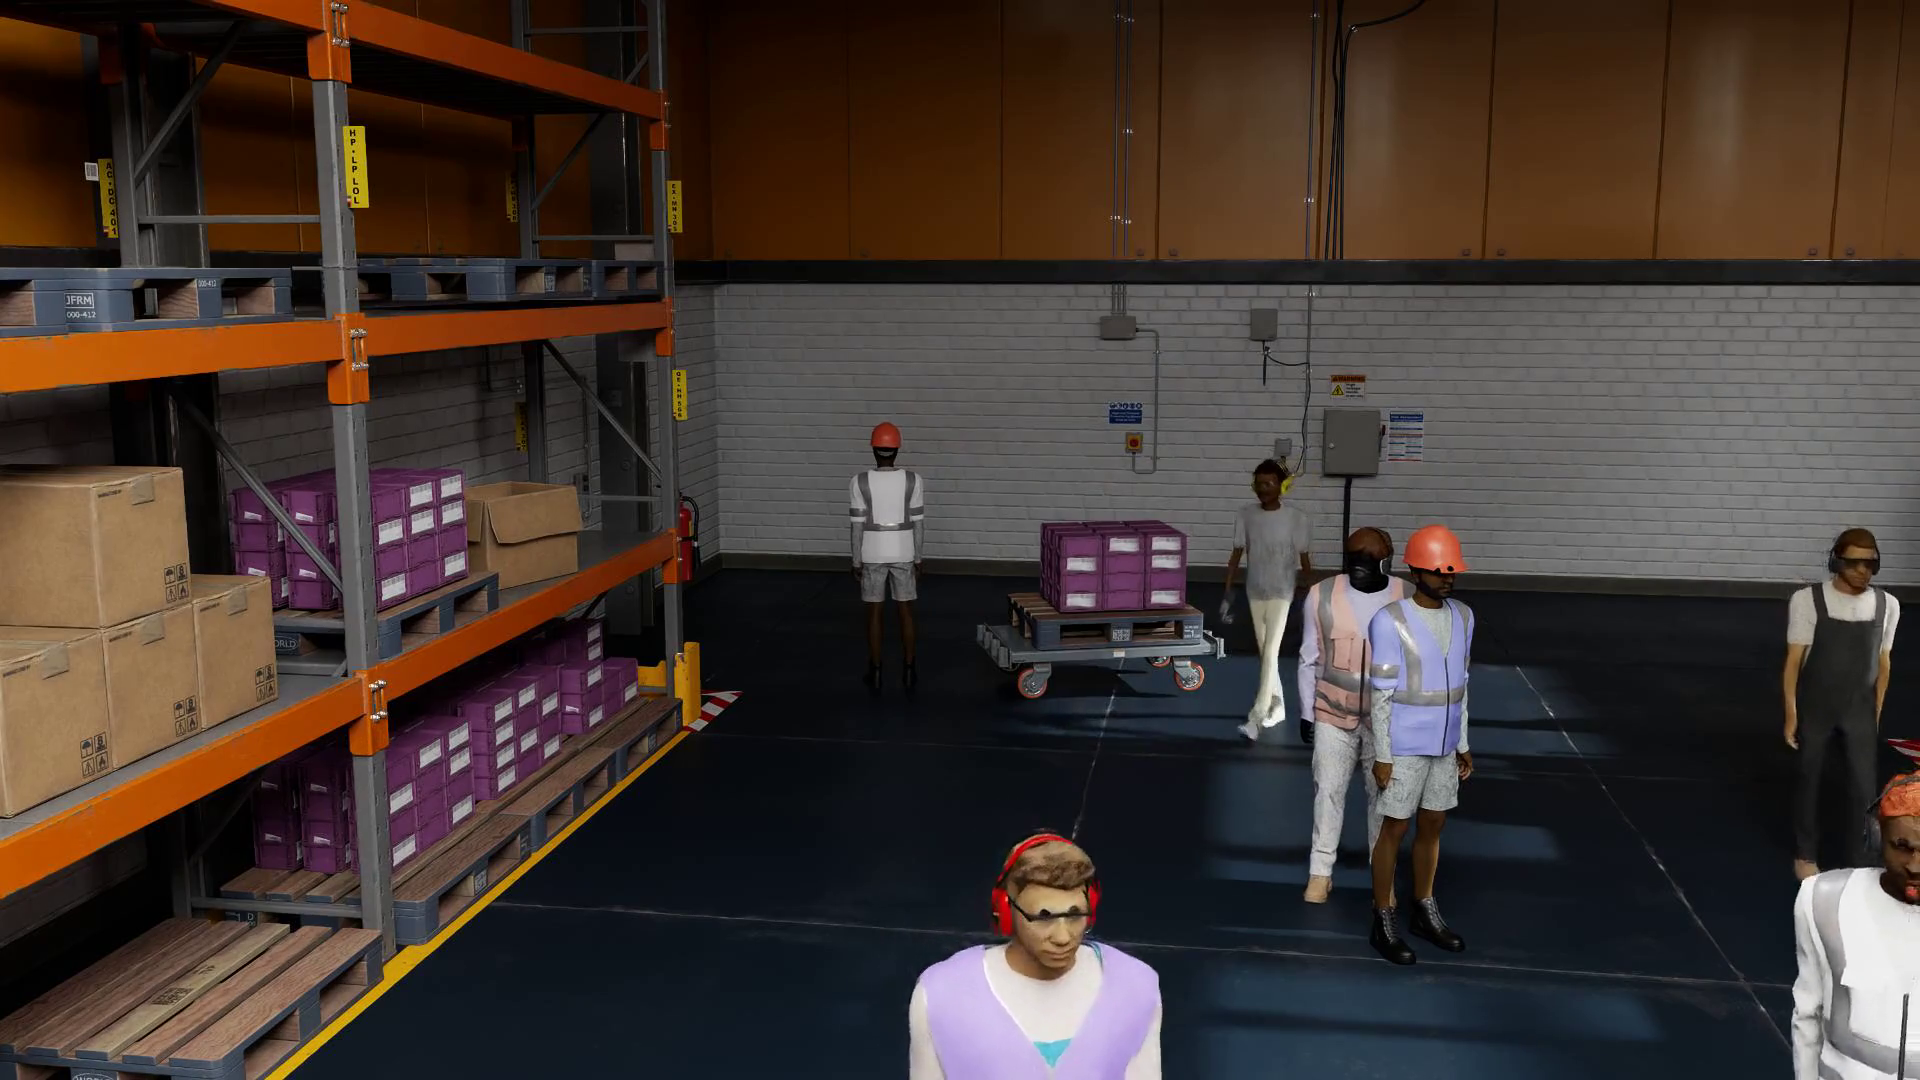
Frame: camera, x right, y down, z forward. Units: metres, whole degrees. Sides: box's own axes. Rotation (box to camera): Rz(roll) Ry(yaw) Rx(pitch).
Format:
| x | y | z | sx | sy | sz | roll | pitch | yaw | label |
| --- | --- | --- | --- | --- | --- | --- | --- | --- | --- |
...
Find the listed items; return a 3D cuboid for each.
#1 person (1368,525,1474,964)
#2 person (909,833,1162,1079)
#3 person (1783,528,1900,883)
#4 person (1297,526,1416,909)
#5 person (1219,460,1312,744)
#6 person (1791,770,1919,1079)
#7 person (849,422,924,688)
| x | y | z | sx | sy | sz | roll | pitch | yaw | label |
| --- | --- | --- | --- | --- | --- | --- | --- | --- | --- |
| 2.049 | 0.889 | 7.332 | 0.548 | 1.938 | 0.358 | -5 | 10 | -27 | person |
| 0.174 | 1.533 | 3.674 | 0.610 | 1.828 | 0.509 | -2 | 9 | -14 | person |
| 4.203 | 0.856 | 7.934 | 0.518 | 1.808 | 0.891 | 2 | 9 | 14 | person |
| 1.918 | 0.843 | 7.920 | 0.625 | 1.840 | 0.430 | 3 | 10 | 16 | person |
| 1.965 | 0.395 | 10.762 | 0.552 | 1.813 | 0.996 | 6 | 11 | 33 | person |
| 2.421 | 1.444 | 4.241 | 0.589 | 1.846 | 0.996 | 6 | 11 | 34 | person |
| -0.534 | 0.111 | 12.127 | 0.545 | 1.939 | 0.373 | -1 | 9 | -8 | person |
